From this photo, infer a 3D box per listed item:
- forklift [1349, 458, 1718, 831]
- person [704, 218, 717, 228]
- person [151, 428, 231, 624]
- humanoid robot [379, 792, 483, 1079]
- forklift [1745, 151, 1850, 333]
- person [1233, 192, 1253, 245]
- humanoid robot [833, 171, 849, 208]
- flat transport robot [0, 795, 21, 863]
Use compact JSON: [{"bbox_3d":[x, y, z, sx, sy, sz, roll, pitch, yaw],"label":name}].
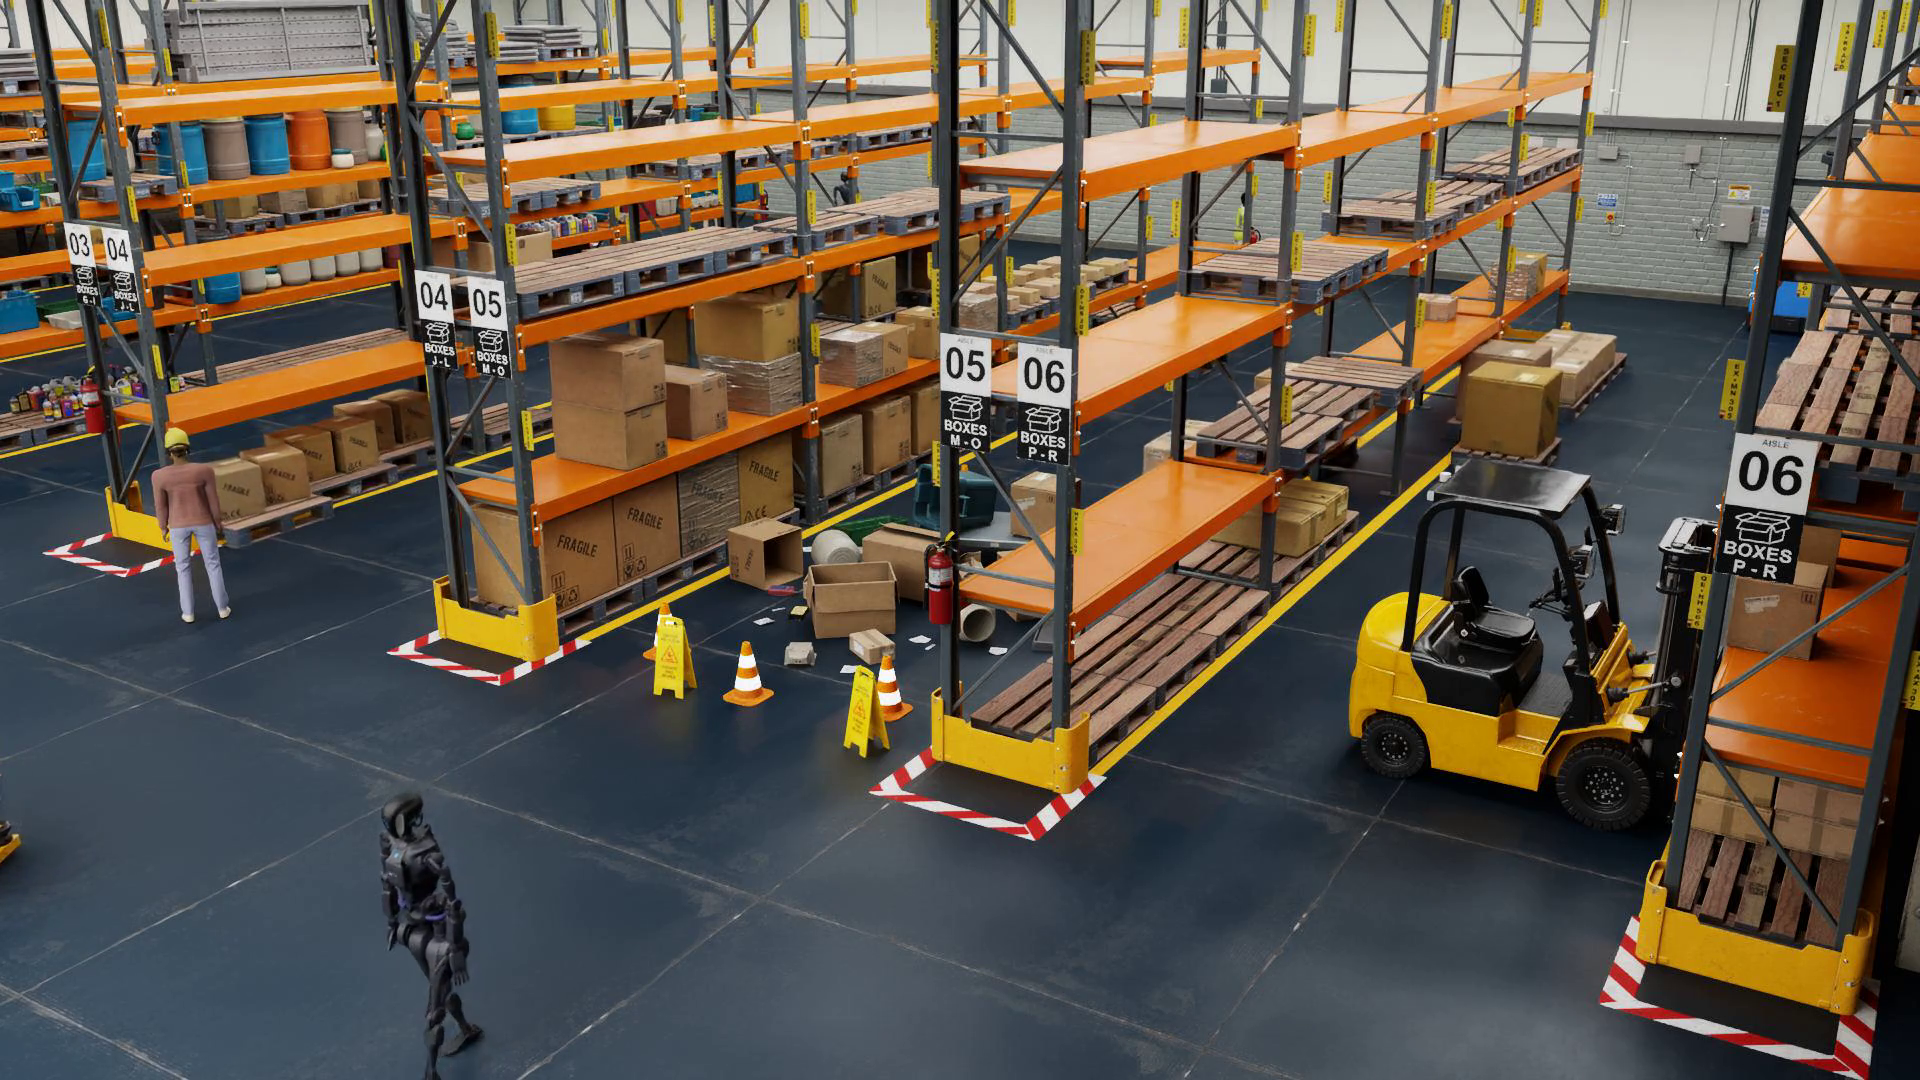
[{"bbox_3d":[3.988,0.658,11.776,2.313,2.155,1.214,11,22,29],"label":"forklift"},{"bbox_3d":[-5.238,-7.062,34.864,0.488,1.688,0.350,-6,20,-17],"label":"person"},{"bbox_3d":[-6.811,-0.132,14.723,0.522,1.760,0.339,-8,21,-22],"label":"person"},{"bbox_3d":[-2.785,2.035,8.596,0.609,1.634,0.678,12,22,31],"label":"humanoid robot"},{"bbox_3d":[13.620,-4.667,26.137,1.873,2.768,1.129,11,22,29],"label":"forklift"},{"bbox_3d":[5.170,-5.515,30.385,0.319,1.690,0.538,-2,19,-5],"label":"person"},{"bbox_3d":[-2.308,-6.616,33.594,0.600,1.642,0.523,-9,21,-25],"label":"humanoid robot"},{"bbox_3d":[-6.939,2.050,10.687,1.431,0.231,0.659,0,19,1],"label":"flat transport robot"}]
